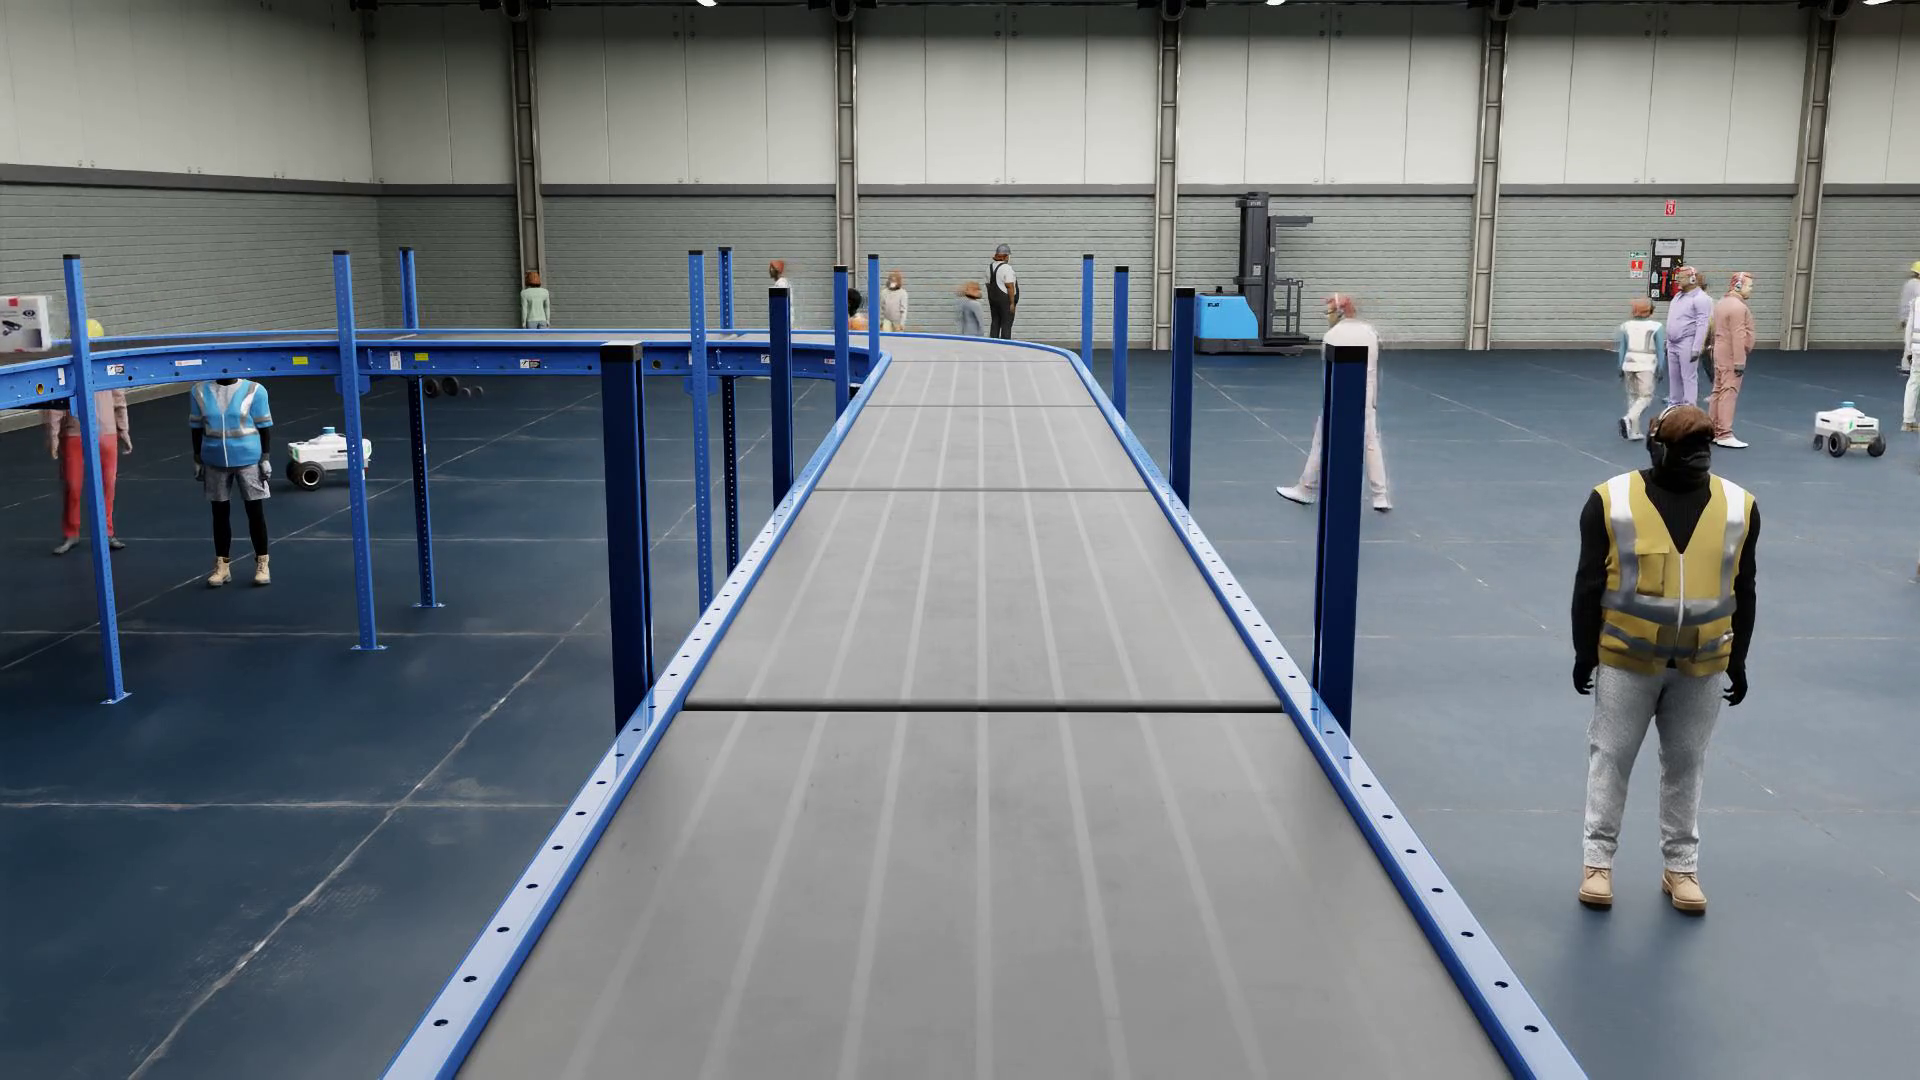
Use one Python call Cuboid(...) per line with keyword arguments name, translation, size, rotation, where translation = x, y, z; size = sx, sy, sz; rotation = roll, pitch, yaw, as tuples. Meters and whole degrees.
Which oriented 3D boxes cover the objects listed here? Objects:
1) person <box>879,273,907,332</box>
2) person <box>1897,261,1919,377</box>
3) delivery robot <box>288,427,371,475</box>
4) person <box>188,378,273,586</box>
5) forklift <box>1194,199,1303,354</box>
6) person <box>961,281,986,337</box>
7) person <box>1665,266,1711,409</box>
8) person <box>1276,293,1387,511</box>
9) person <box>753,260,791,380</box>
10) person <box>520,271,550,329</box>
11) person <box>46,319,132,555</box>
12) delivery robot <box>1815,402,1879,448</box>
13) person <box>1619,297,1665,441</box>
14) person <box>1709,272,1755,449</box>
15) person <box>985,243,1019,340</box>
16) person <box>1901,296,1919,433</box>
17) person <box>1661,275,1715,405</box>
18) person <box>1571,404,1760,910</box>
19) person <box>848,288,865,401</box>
Cuboid(name="person", translation=(-1.098, -3.553, 27.131), size=(0.516, 1.581, 0.810), rotation=(3, 11, 15))
Cuboid(name="person", translation=(15.068, -3.479, 26.186), size=(0.433, 1.817, 0.597), rotation=(3, 11, 16))
Cuboid(name="delivery robot", translation=(-5.917, -0.819, 15.632), size=(0.707, 0.478, 0.477), rotation=(-7, 13, -31))
Cuboid(name="person", translation=(-4.962, -0.531, 11.342), size=(0.540, 1.697, 0.316), rotation=(-2, 11, -8))
Cuboid(name="forklift", translation=(5.313, -4.851, 30.603), size=(1.873, 2.768, 1.129), rotation=(0, 11, 1))
Cuboid(name="person", translation=(0.135, -2.890, 23.731), size=(0.837, 1.596, 0.501), rotation=(-4, 12, -18))
Cuboid(name="person", translation=(8.750, -2.352, 20.154), size=(0.404, 1.911, 0.636), rotation=(-2, 11, -10))
Cuboid(name="person", translation=(3.321, -1.192, 14.364), size=(0.714, 1.845, 0.883), rotation=(-7, 13, -33))
Cuboid(name="person", translation=(-2.731, -3.437, 25.906), size=(0.948, 1.851, 0.589), rotation=(-1, 11, -7))
Cuboid(name="person", translation=(-6.811, -3.484, 26.677), size=(0.501, 1.633, 0.279), rotation=(-10, 15, -40))
Cuboid(name="person", translation=(-6.578, -0.778, 12.494), size=(0.621, 1.744, 0.435), rotation=(-10, 15, -41))
Cuboid(name="delivery robot", translation=(9.459, -1.231, 17.747), size=(0.477, 0.478, 0.707), rotation=(0, 11, -2))
Cuboid(name="person", translation=(7.547, -1.890, 18.550), size=(0.634, 1.616, 0.520), rotation=(-8, 14, -37))
Cuboid(name="person", translation=(8.485, -1.978, 18.253), size=(0.405, 1.903, 0.636), rotation=(1, 11, 7))
Cuboid(name="person", translation=(0.784, -4.189, 29.361), size=(0.538, 2.000, 0.681), rotation=(-9, 14, -37))
Cuboid(name="person", translation=(11.301, -2.193, 19.406), size=(0.337, 1.880, 0.584), rotation=(-3, 11, -16))
Cuboid(name="person", translation=(9.898, -2.678, 22.235), size=(1.042, 1.768, 0.519), rotation=(-4, 12, -19))
Cuboid(name="person", translation=(2.544, 0.428, 6.038), size=(0.633, 1.843, 0.429), rotation=(2, 11, 10))
Cuboid(name="person", translation=(-1.224, -2.030, 19.046), size=(0.369, 1.686, 0.550), rotation=(-2, 11, -11))
